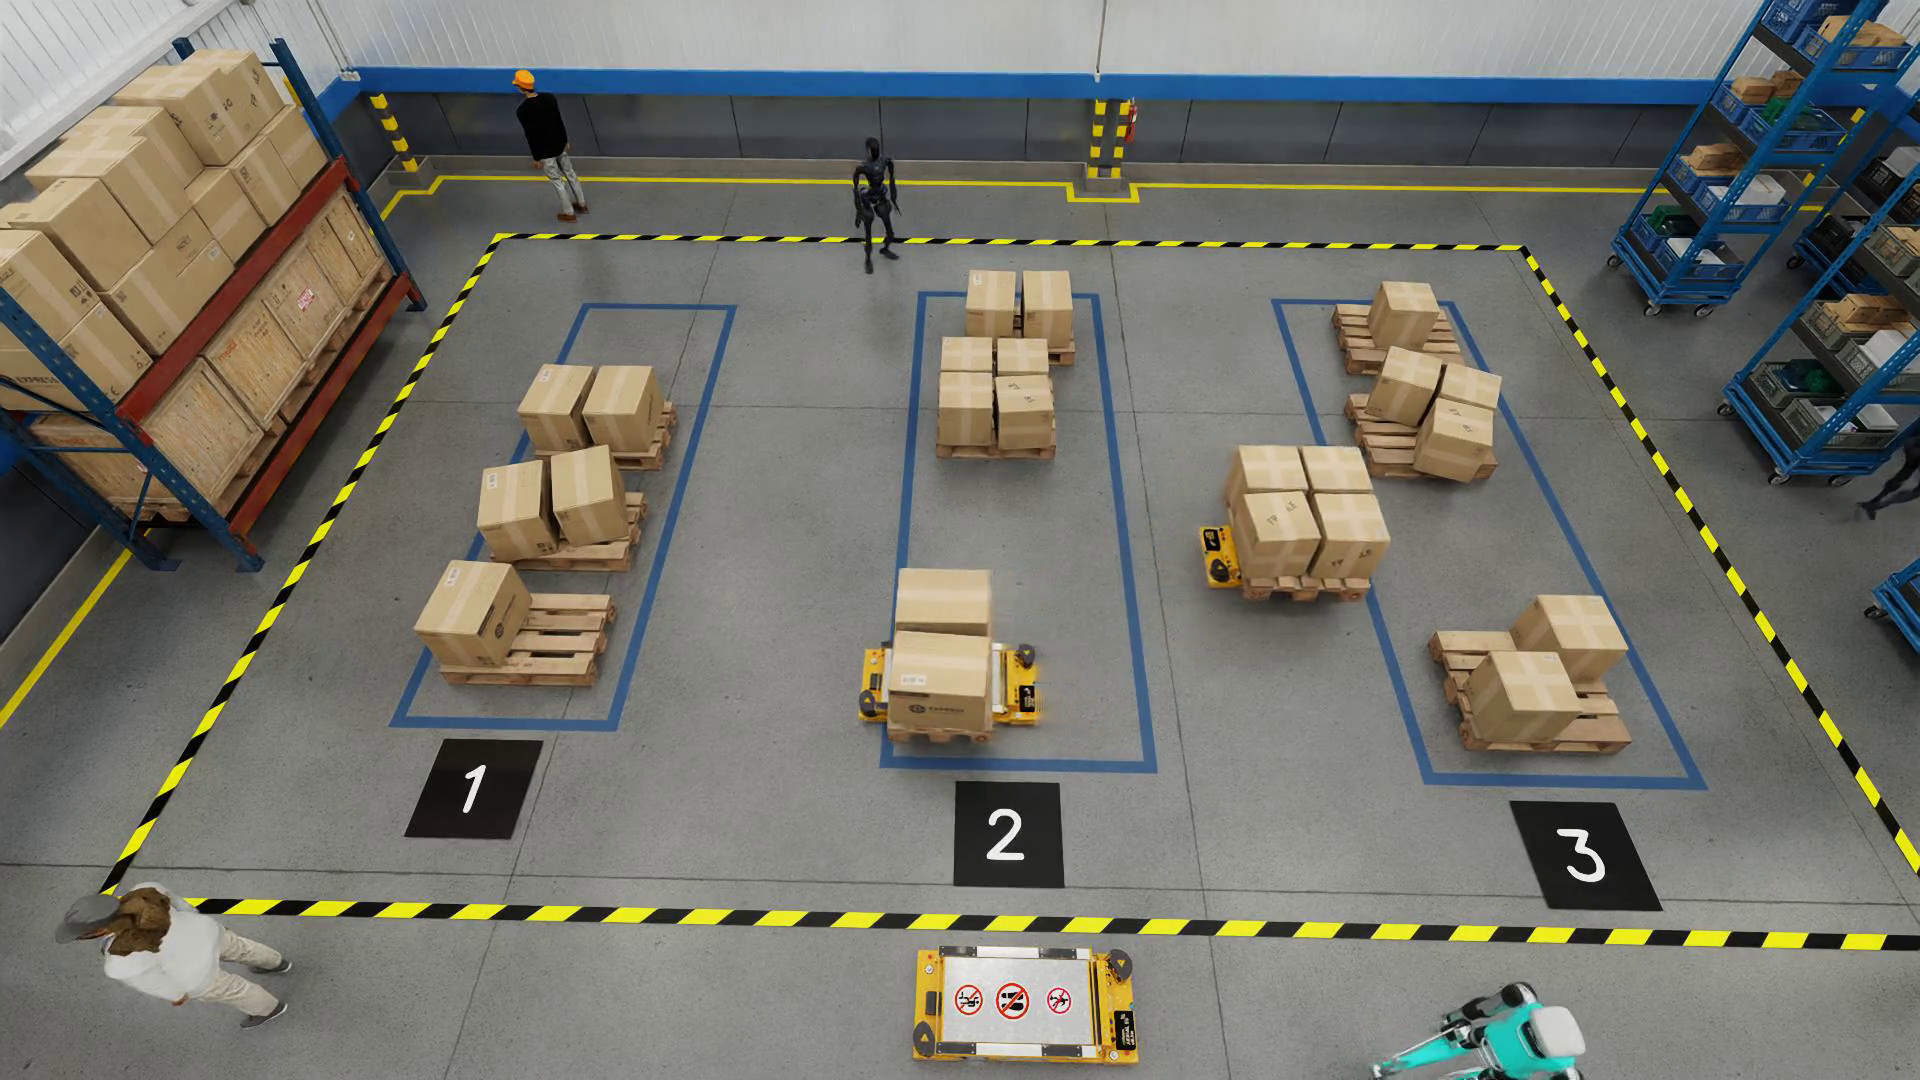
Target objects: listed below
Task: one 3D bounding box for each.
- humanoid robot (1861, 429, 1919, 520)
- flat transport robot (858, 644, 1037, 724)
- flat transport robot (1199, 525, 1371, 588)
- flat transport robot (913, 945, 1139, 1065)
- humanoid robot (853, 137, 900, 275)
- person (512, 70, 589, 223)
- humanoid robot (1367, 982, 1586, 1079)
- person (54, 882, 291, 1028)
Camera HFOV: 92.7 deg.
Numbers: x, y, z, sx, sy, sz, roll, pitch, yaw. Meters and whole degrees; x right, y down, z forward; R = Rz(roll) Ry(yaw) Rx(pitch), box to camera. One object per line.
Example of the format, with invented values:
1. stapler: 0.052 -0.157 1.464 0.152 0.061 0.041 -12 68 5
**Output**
1. humanoid robot: 8.769 -0.814 8.247 0.440 1.647 0.602 -8 51 -6
2. flat transport robot: -0.093 1.163 7.520 1.431 0.197 0.652 1 51 1
3. flat transport robot: 2.961 0.127 8.364 1.431 0.197 0.652 1 51 1
4. flat transport robot: 0.422 3.041 6.007 1.431 0.231 0.659 1 51 1
5. humanoid robot: -1.012 -3.968 10.807 0.584 1.640 0.372 -28 56 -21
6. person: -5.120 -4.885 11.427 0.379 1.882 0.590 22 54 17
7. humanoid robot: 2.761 2.967 5.133 1.047 1.747 0.548 -11 52 -9
8. person: -4.617 2.482 5.493 0.397 1.769 0.571 -13 52 -10
